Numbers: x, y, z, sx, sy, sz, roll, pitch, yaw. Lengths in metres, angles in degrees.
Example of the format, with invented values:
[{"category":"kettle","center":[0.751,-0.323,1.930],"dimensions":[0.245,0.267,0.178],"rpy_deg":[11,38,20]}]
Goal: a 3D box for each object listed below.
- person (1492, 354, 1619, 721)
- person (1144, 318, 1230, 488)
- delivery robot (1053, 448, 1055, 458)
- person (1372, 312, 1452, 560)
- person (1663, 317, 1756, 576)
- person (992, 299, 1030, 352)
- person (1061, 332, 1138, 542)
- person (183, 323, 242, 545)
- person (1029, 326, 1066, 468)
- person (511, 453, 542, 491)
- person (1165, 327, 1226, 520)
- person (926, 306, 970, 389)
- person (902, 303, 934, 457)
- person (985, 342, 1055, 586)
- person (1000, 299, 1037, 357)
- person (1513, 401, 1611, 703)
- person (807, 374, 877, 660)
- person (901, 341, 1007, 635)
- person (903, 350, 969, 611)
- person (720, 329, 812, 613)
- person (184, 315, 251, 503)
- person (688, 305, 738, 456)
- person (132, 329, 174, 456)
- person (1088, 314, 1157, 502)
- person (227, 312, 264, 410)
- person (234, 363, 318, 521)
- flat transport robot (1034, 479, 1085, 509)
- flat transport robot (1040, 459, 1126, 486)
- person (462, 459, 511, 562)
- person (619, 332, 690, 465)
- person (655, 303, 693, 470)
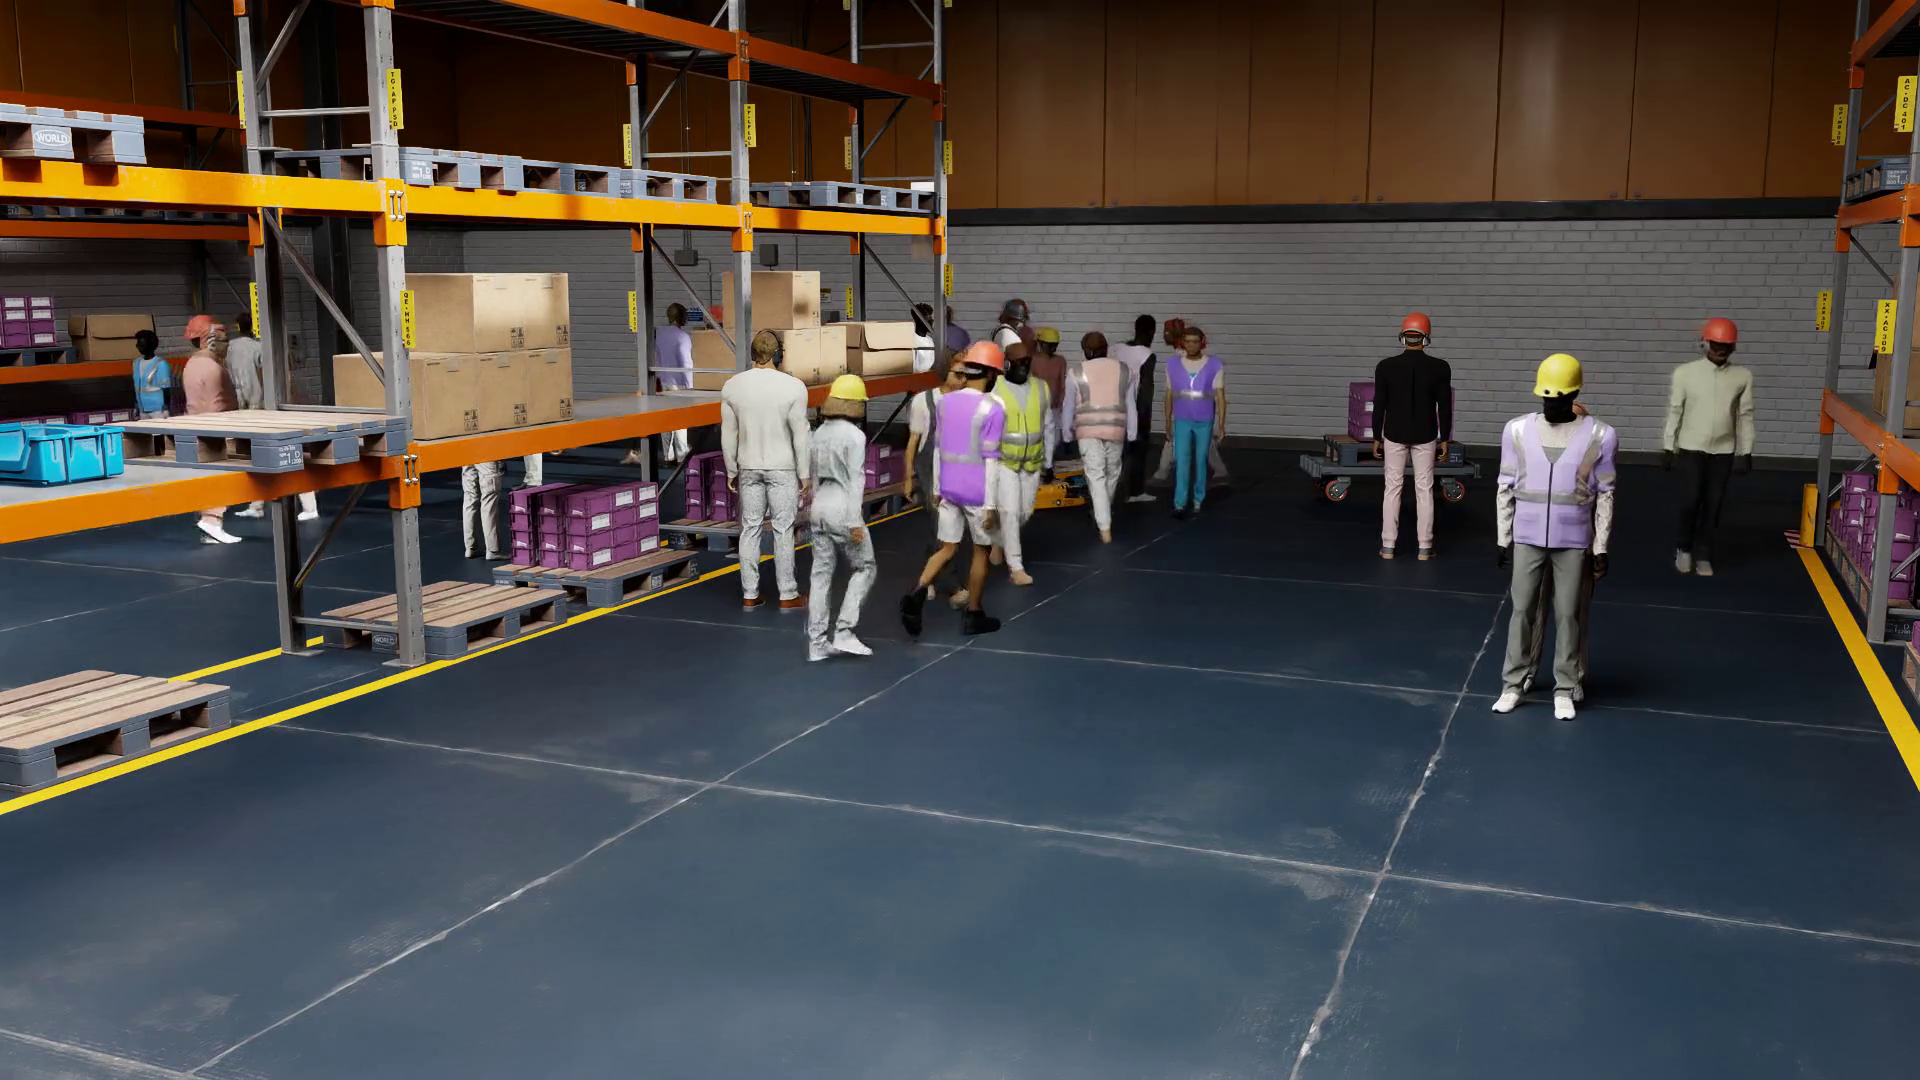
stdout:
[{"category":"person","center":[3.096,-0.012,8.695],"dimensions":[0.587,1.916,0.392],"rpy_deg":[5,11,28]},{"category":"person","center":[2.455,-1.448,17.717],"dimensions":[0.953,1.827,0.607],"rpy_deg":[2,10,14]},{"category":"delivery robot","center":[0.687,-0.981,18.395],"dimensions":[0.707,0.478,0.477],"rpy_deg":[5,11,29]},{"category":"person","center":[3.638,-0.831,13.416],"dimensions":[0.623,1.993,0.385],"rpy_deg":[3,10,16]},{"category":"person","center":[5.703,-0.698,12.644],"dimensions":[0.643,1.975,0.450],"rpy_deg":[1,9,5]},{"category":"person","center":[0.520,-1.860,19.512],"dimensions":[0.716,2.000,0.728],"rpy_deg":[-1,9,-5]},{"category":"person","center":[1.195,-0.908,14.507],"dimensions":[0.647,1.786,0.977],"rpy_deg":[-1,9,-8]},{"category":"person","center":[-6.280,-0.884,14.083],"dimensions":[0.640,1.887,0.436],"rpy_deg":[9,13,44]},{"category":"person","center":[0.876,-1.414,17.714],"dimensions":[0.550,1.741,0.577],"rpy_deg":[-7,12,-36]},{"category":"person","center":[-4.512,-1.387,17.267],"dimensions":[0.404,1.837,0.587],"rpy_deg":[-3,10,-19]},{"category":"person","center":[2.198,-1.097,15.625],"dimensions":[0.589,1.791,0.977],"rpy_deg":[2,10,14]},{"category":"person","center":[-0.237,-1.995,20.819],"dimensions":[0.681,1.865,0.801],"rpy_deg":[-3,10,-17]},{"category":"person","center":[-0.442,-1.624,18.307],"dimensions":[0.371,1.966,0.608],"rpy_deg":[4,10,24]},{"category":"person","center":[0.379,-0.598,12.580],"dimensions":[0.640,1.814,0.773],"rpy_deg":[-4,10,-24]},{"category":"person","center":[0.718,-1.929,20.148],"dimensions":[0.611,1.960,0.650],"rpy_deg":[-5,10,-26]},{"category":"person","center":[3.278,0.064,9.078],"dimensions":[0.511,1.638,0.308],"rpy_deg":[5,11,29]},{"category":"person","center":[-0.720,-0.128,9.969],"dimensions":[0.469,1.715,0.524],"rpy_deg":[-9,13,-43]},{"category":"person","center":[-0.023,-0.293,10.442],"dimensions":[0.609,1.897,0.764],"rpy_deg":[9,13,42]},{"category":"person","center":[-0.102,-0.415,11.518],"dimensions":[0.517,1.783,0.942],"rpy_deg":[-4,10,-21]},{"category":"person","center":[-1.311,-0.464,11.360],"dimensions":[0.637,1.938,0.355],"rpy_deg":[3,10,15]},{"category":"person","center":[-7.294,-1.275,16.410],"dimensions":[0.582,1.890,0.560],"rpy_deg":[-4,10,-21]},{"category":"person","center":[-2.937,-1.793,19.531],"dimensions":[0.756,1.899,0.743],"rpy_deg":[-5,10,-26]},{"category":"person","center":[-8.618,-1.399,17.778],"dimensions":[0.537,1.695,0.320],"rpy_deg":[5,11,28]},{"category":"person","center":[1.653,-1.291,16.536],"dimensions":[0.677,1.888,0.647],"rpy_deg":[-5,11,-29]},{"category":"person","center":[-7.891,-1.607,18.556],"dimensions":[0.562,1.844,0.687],"rpy_deg":[0,9,0]},{"category":"person","center":[-6.352,-0.952,15.328],"dimensions":[0.794,1.607,0.521],"rpy_deg":[-5,11,-27]},{"category":"flat transport robot","center":[0.569,-0.504,16.649],"dimensions":[0.652,0.197,1.431],"rpy_deg":[-6,11,-32]},{"category":"flat transport robot","center":[1.106,-0.694,17.794],"dimensions":[0.652,0.197,1.431],"rpy_deg":[8,12,39]},{"category":"person","center":[-3.838,-0.644,13.355],"dimensions":[0.522,1.640,0.306],"rpy_deg":[6,11,33]},{"category":"person","center":[-3.649,-1.730,19.888],"dimensions":[0.831,1.670,0.540],"rpy_deg":[-7,12,-38]},{"category":"person","center":[-3.296,-1.787,19.381],"dimensions":[0.370,1.941,0.627],"rpy_deg":[-8,12,-41]}]
